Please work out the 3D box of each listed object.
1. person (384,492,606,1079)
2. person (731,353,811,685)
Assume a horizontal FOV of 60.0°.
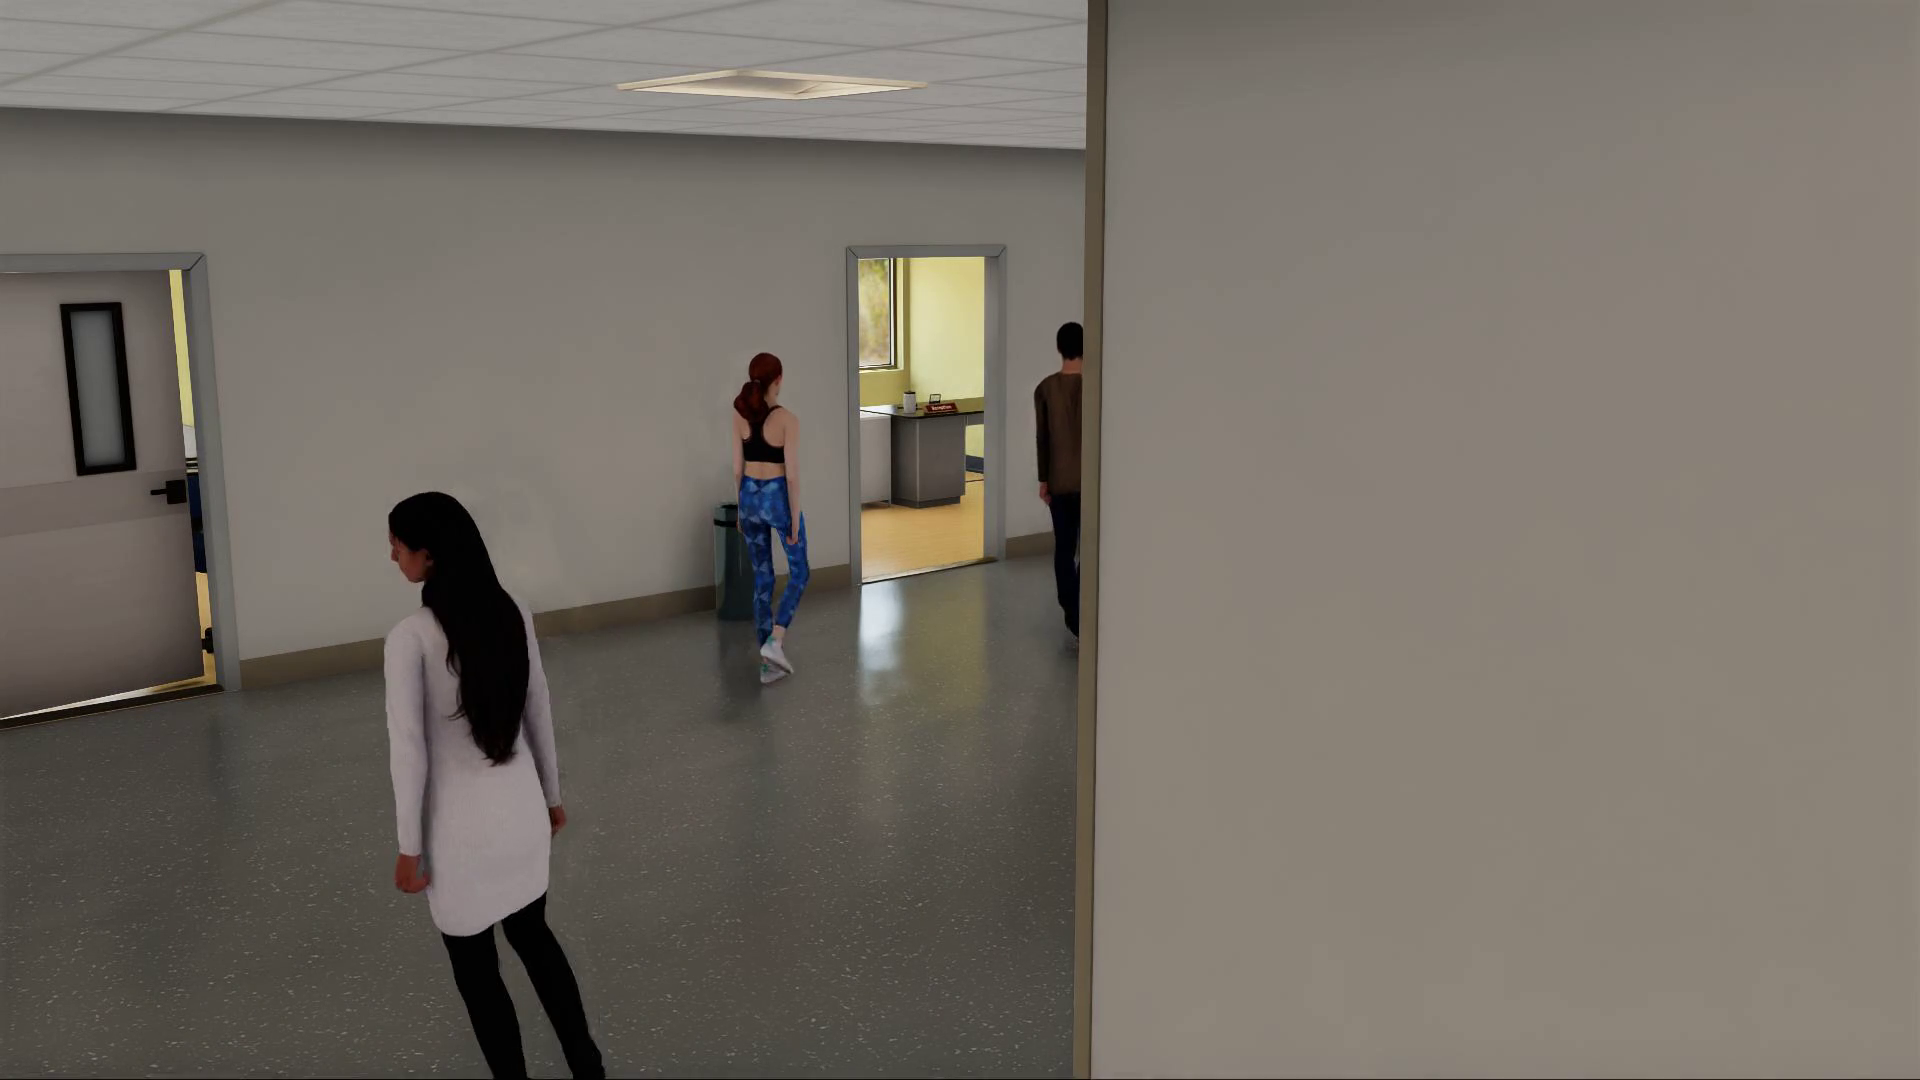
[{"bbox_3d":[-1.200,0.760,4.301,0.858,1.792,0.698,9,14,40],"label":"person"},{"bbox_3d":[-1.045,-0.085,8.801,0.731,1.775,0.808,3,11,16],"label":"person"}]
